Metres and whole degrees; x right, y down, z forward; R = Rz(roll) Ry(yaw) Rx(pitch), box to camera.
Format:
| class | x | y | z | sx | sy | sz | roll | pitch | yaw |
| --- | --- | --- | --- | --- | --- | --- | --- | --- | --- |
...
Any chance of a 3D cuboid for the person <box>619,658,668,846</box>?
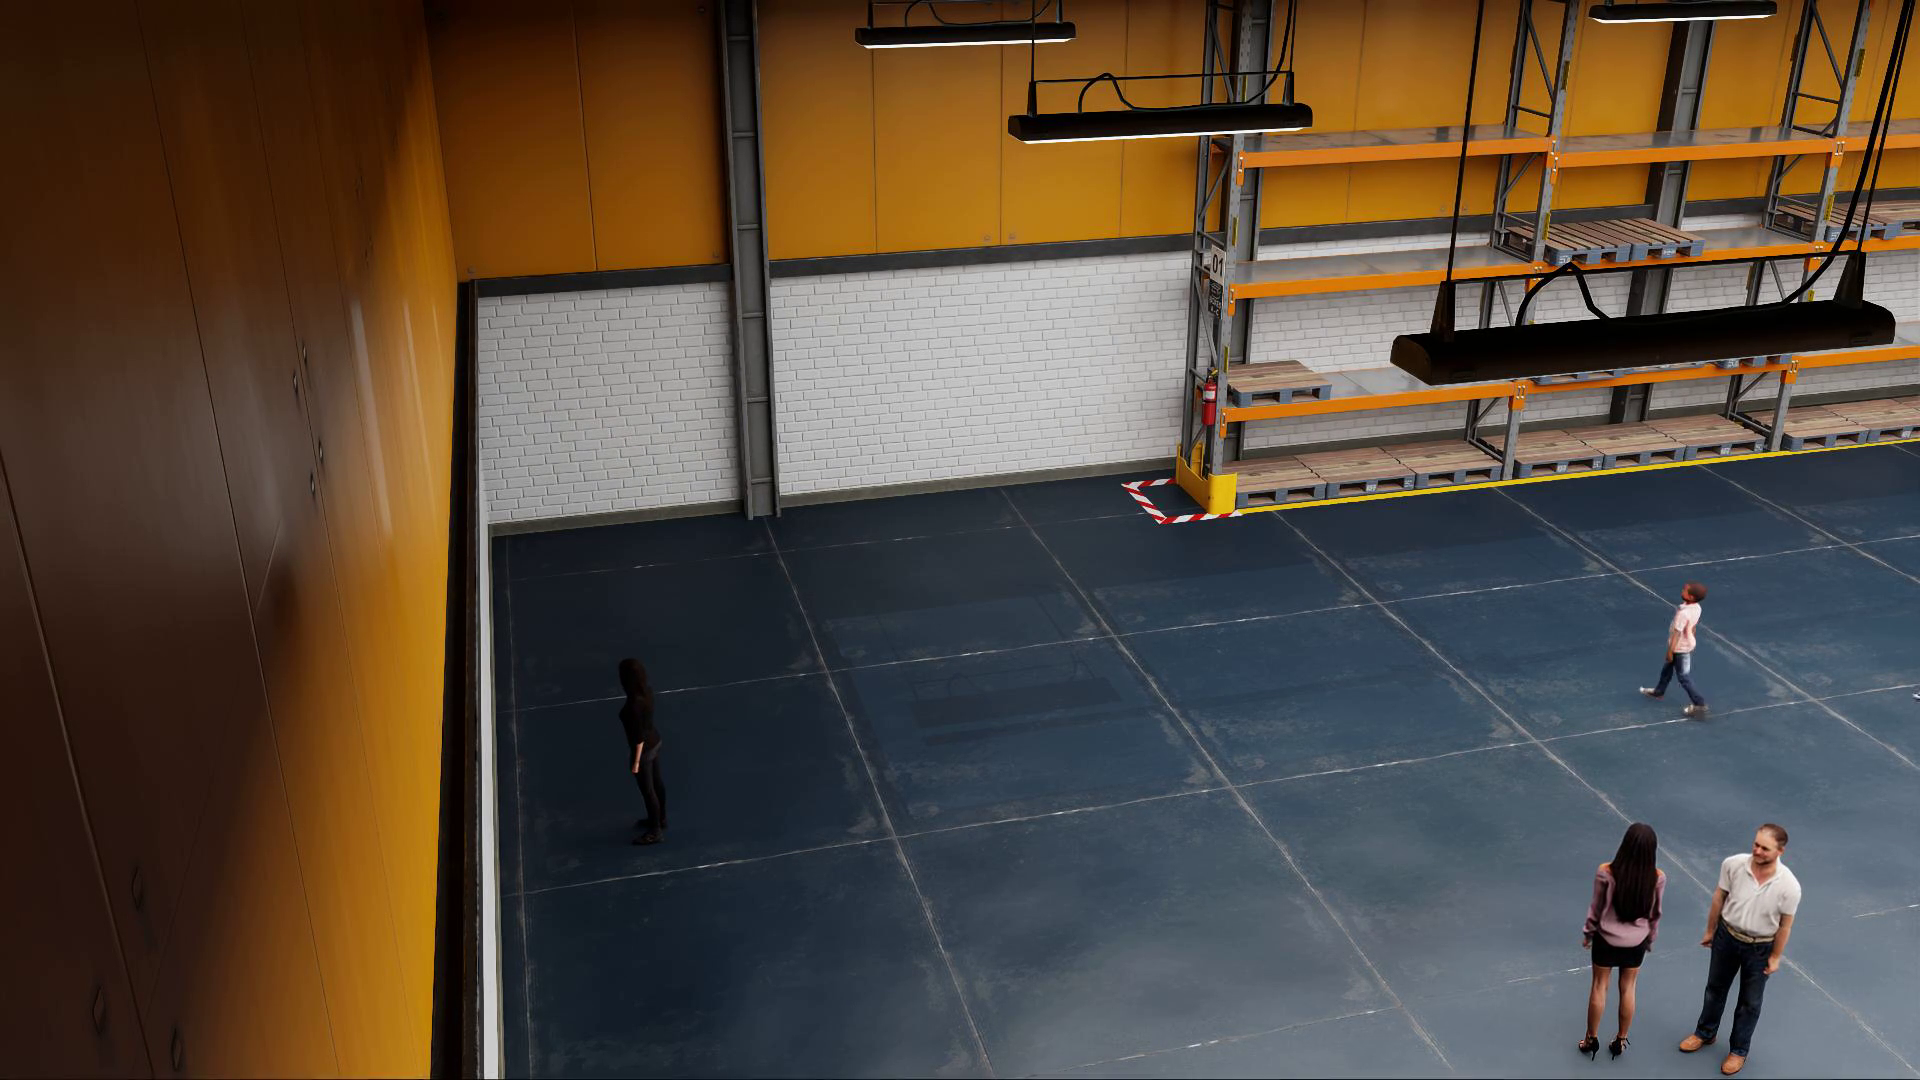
| class | x | y | z | sx | sy | sz | roll | pitch | yaw |
| --- | --- | --- | --- | --- | --- | --- | --- | --- | --- |
| person | -2.543 | 1.686 | 13.452 | 0.616 | 1.641 | 0.633 | 2 | 24 | 5 |

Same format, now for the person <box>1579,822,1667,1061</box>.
| class | x | y | z | sx | sy | sz | roll | pitch | yaw |
| --- | --- | --- | --- | --- | --- | --- | --- | --- | --- |
| person | 4.367 | 2.663 | 11.006 | 0.611 | 1.809 | 0.761 | 3 | 24 | 8 |

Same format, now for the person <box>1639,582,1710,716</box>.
| class | x | y | z | sx | sy | sz | roll | pitch | yaw |
| --- | --- | --- | --- | --- | --- | --- | --- | --- | --- |
| person | 6.760 | 1.009 | 15.433 | 0.853 | 1.295 | 0.900 | 21 | 31 | 39 |

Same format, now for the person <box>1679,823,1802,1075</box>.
| class | x | y | z | sx | sy | sz | roll | pitch | yaw |
| --- | --- | --- | --- | --- | --- | --- | --- | --- | --- |
| person | 5.200 | 2.649 | 10.981 | 0.732 | 1.856 | 0.746 | -19 | 30 | -37 |
